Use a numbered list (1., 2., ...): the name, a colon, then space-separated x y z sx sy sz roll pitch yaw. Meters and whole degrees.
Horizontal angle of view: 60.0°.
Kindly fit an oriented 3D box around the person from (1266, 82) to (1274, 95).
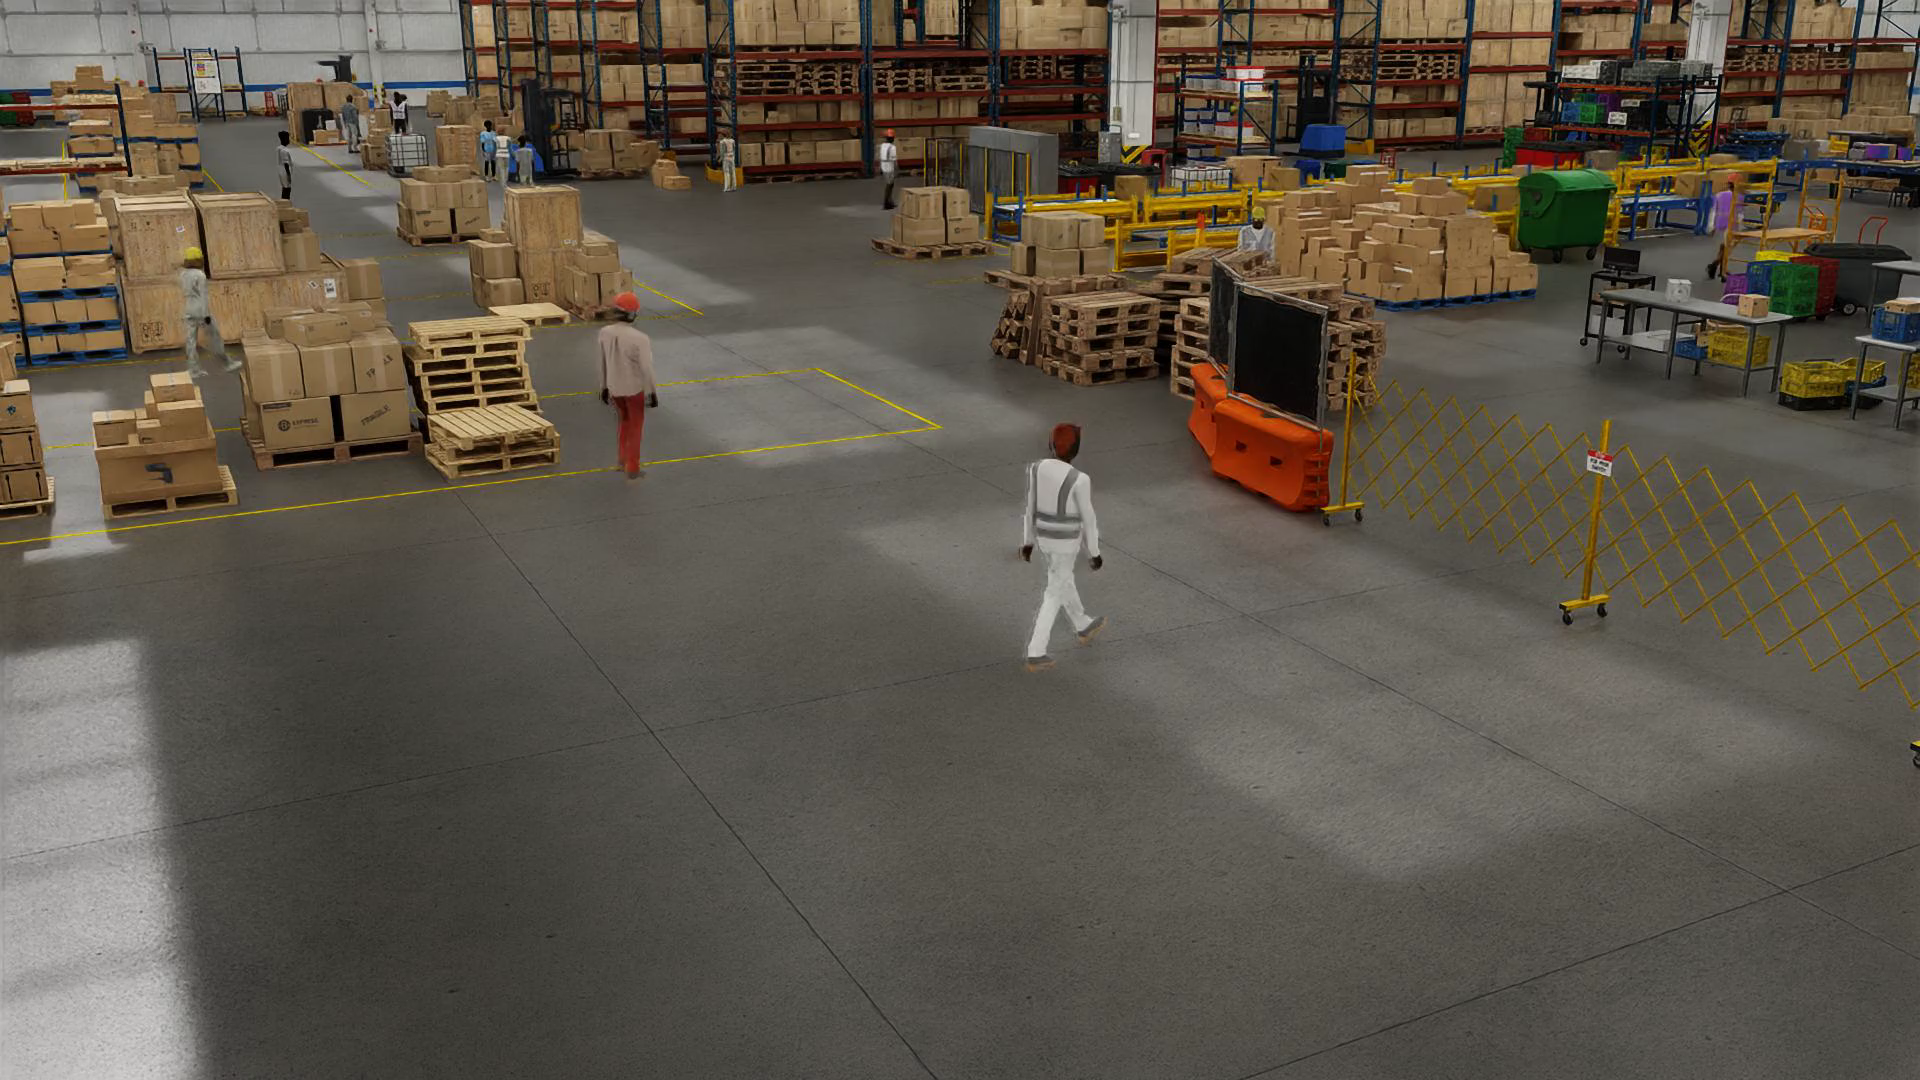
1. person: 12.641 -17.650 67.555 0.555 1.827 0.649 -7 19 -20

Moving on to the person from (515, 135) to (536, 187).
1. person: -10.297 -8.627 39.370 0.327 1.865 0.520 17 24 42

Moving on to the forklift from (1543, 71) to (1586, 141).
1. forklift: 18.685 -13.231 52.085 1.873 2.768 1.129 -9 20 -26

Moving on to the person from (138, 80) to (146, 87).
1. person: -32.301 -17.206 65.904 0.380 1.995 0.611 -17 24 -42

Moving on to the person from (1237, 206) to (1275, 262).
1. person: 4.577 -4.246 25.760 0.598 1.832 0.404 -1 18 -4

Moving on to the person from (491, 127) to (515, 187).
1. person: -12.580 -10.528 45.717 0.599 1.593 0.848 -9 20 -25

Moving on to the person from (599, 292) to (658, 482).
1. person: -3.406 -1.580 17.216 0.646 1.972 0.460 9 20 26

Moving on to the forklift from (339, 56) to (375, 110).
1. forklift: -25.337 -18.623 68.892 1.873 2.768 1.129 -9 20 -26

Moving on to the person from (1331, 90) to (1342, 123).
1. person: 13.744 -15.360 60.314 0.689 1.883 0.680 -2 18 -6

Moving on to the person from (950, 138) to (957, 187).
1. person: -0.053 -9.368 42.071 0.438 1.617 0.510 -11 21 -31

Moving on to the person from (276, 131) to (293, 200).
1. person: -16.014 -8.719 39.515 0.378 1.958 0.606 -10 20 -29

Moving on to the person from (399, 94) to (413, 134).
1. person: -19.802 -14.923 59.096 0.856 1.819 0.630 -8 19 -23

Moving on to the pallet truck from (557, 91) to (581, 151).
1. pallet truck: -13.495 -14.412 57.188 0.823 1.965 1.885 -3 18 -9

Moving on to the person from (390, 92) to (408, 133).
1. person: -19.663 -14.738 58.333 0.597 1.916 0.371 -3 18 -10

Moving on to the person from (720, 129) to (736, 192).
1. person: -6.200 -10.128 44.413 0.313 1.637 0.513 15 23 39

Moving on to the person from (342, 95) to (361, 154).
1. person: -20.487 -13.992 55.972 0.633 1.938 0.356 9 20 27

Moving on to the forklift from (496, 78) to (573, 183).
1. forklift: -12.064 -11.549 46.839 1.873 2.768 1.129 -9 20 -26

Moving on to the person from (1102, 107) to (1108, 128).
1. person: 5.391 -15.087 59.831 0.530 1.660 0.834 -10 20 -28

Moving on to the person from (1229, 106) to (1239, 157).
1. person: 8.795 -13.034 53.310 0.538 1.731 0.442 -5 19 -16

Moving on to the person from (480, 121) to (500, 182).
1. person: -13.272 -10.982 46.979 0.317 1.695 0.540 14 23 37

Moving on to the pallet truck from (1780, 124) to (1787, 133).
1. pallet truck: 25.206 -12.542 52.601 1.601 1.201 0.680 0 18 -2

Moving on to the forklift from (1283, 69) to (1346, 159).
1. forklift: 11.615 -13.871 54.079 1.129 2.768 1.873 -9 20 -27

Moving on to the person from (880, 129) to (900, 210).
1. person: -1.642 -9.036 40.553 0.681 1.914 0.580 -13 22 -35

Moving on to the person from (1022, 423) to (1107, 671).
1. person: 0.805 0.014 12.482 0.997 1.829 0.593 -14 22 -36

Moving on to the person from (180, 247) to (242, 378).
1. person: -10.096 -3.067 22.265 0.511 1.705 0.823 9 20 26

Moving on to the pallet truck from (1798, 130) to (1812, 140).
1. pallet truck: 25.526 -11.556 49.408 1.630 1.274 0.653 -9 20 -26

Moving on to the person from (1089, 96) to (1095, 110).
1. person: 5.152 -17.225 66.566 0.527 1.620 0.345 -4 18 -12

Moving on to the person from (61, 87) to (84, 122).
1. person: -32.817 -15.793 61.629 0.648 1.908 0.819 -2 18 -8

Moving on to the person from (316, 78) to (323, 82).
1. person: -26.394 -18.084 68.731 0.546 1.939 0.375 13 22 35

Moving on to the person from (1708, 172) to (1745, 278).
1. person: 13.866 -5.689 30.146 0.826 1.915 0.553 -13 22 -35
